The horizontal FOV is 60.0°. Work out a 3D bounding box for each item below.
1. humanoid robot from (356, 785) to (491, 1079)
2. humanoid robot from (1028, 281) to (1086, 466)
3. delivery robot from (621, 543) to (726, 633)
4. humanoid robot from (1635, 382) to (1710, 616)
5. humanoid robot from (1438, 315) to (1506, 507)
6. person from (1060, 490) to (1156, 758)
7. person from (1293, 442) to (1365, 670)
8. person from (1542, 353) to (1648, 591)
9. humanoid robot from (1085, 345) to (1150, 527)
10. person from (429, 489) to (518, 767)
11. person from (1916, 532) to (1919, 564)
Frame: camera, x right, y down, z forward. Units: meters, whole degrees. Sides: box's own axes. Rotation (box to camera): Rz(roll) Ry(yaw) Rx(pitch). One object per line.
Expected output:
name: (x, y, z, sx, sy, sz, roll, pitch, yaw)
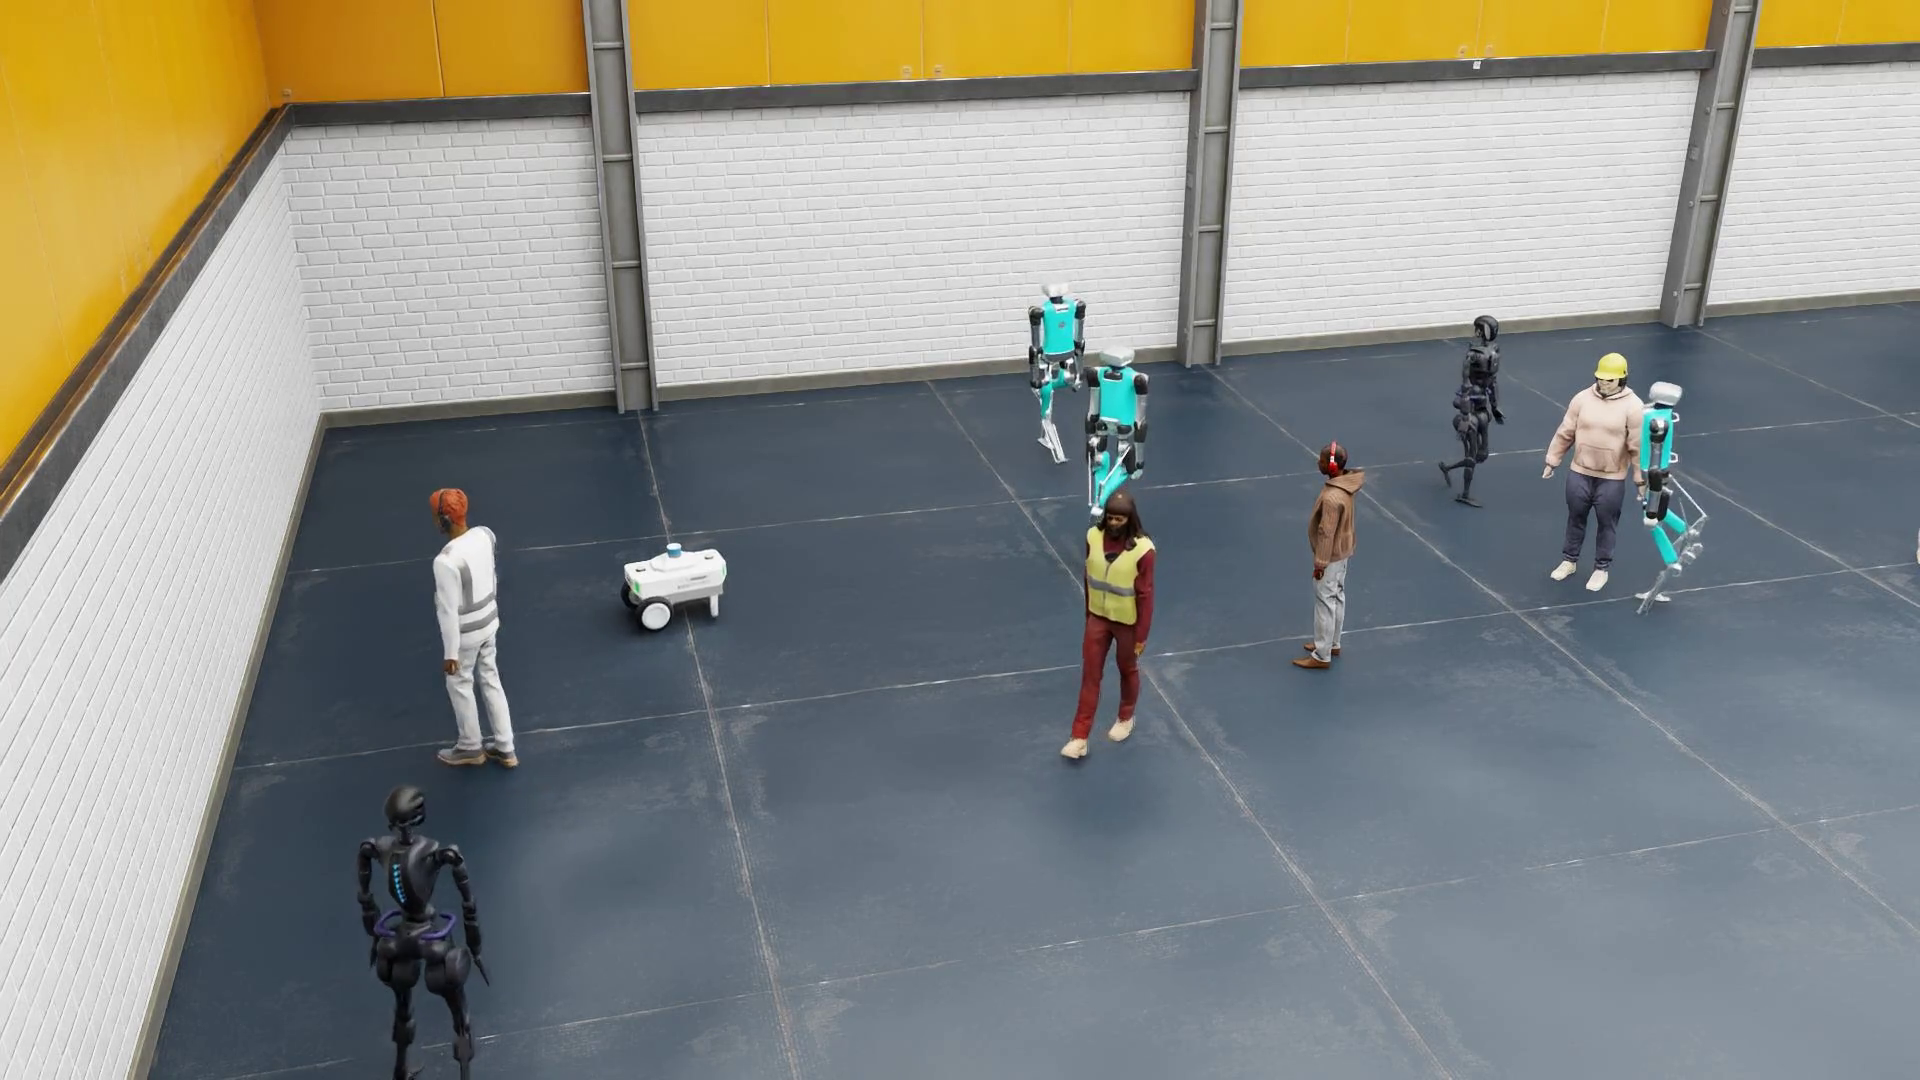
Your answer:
humanoid robot: (-2.421, 1.836, 7.458, 0.584, 1.640, 0.387, 3, 24, 6)
humanoid robot: (0.801, -1.520, 14.980, 0.558, 1.735, 1.009, -9, 25, -19)
delivery robot: (-2.123, 0.335, 12.266, 0.784, 0.613, 0.520, -11, 26, -23)
humanoid robot: (5.235, -0.234, 12.137, 0.698, 1.845, 0.547, 8, 25, 17)
humanoid robot: (4.339, -1.124, 14.169, 0.534, 1.639, 0.600, 22, 32, 40)
person: (0.935, 0.538, 10.304, 0.495, 1.742, 0.754, 13, 27, 26)
person: (2.541, 0.110, 11.402, 0.327, 1.648, 0.462, 11, 26, 23)
person: (4.842, -0.533, 12.605, 0.788, 1.859, 0.436, 18, 29, 35)
humanoid robot: (1.124, -0.616, 12.931, 0.558, 1.730, 1.008, 16, 28, 31)
person: (-3.017, 0.545, 10.130, 0.525, 1.876, 0.610, 7, 25, 15)
person: (7.831, -0.610, 12.893, 0.553, 1.764, 0.334, -1, 24, -1)
